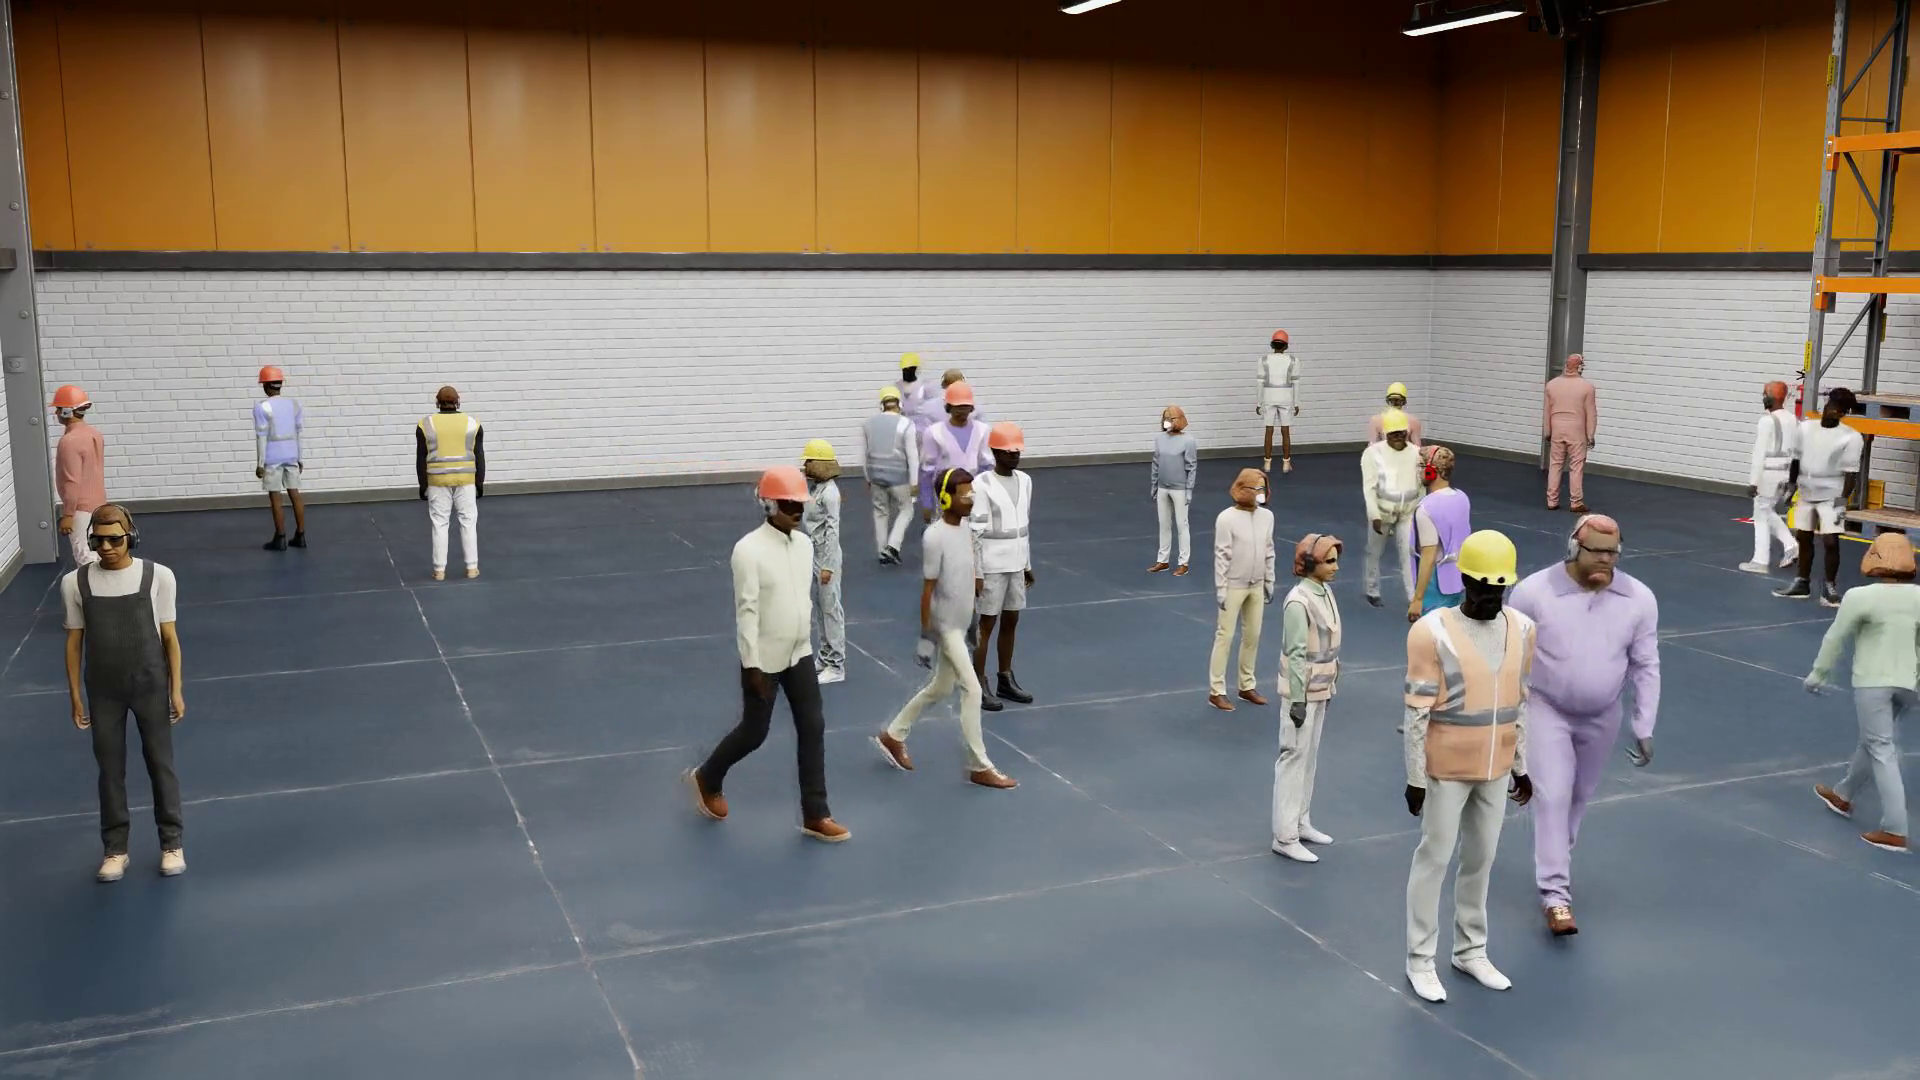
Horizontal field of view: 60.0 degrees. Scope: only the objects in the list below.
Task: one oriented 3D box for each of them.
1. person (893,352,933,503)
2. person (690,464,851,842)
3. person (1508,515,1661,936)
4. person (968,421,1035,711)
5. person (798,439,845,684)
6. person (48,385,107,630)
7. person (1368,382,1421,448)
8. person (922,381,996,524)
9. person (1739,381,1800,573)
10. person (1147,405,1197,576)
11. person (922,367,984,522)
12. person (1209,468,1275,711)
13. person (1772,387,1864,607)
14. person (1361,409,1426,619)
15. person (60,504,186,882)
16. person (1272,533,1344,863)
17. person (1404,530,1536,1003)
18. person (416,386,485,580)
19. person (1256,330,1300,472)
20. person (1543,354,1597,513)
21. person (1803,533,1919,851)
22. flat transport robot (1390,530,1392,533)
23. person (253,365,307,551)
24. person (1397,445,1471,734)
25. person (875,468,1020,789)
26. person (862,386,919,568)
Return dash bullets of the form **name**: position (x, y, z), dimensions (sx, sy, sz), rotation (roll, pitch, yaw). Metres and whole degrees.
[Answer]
- **person**: position (-0.537, -1.418, 20.888), dimensions (0.597, 1.901, 0.817), rotation (7, 11, 35)
- **person**: position (-1.007, 0.570, 8.638), dimensions (0.888, 1.965, 0.617), rotation (7, 12, 37)
- **person**: position (2.780, 0.814, 7.430), dimensions (0.654, 1.861, 0.927), rotation (0, 9, 2)
- **person**: position (0.301, 0.167, 11.141), dimensions (0.551, 1.935, 0.372), rotation (-9, 13, -43)
- **person**: position (-0.993, 0.148, 11.848), dimensions (0.295, 1.744, 0.484), rotation (-3, 10, -17)
- **person**: position (-7.181, -0.267, 13.597), dimensions (0.378, 1.995, 0.609), rotation (-1, 9, -6)
- **person**: position (4.491, -0.748, 17.210), dimensions (0.533, 1.765, 0.329), rotation (3, 10, 15)
- **person**: position (0.032, -0.320, 13.901), dimensions (0.610, 2.002, 0.903), rotation (-4, 10, -21)
- **person**: position (7.813, -0.592, 15.963), dimensions (0.577, 1.871, 0.461), rotation (-7, 12, -35)
- **person**: position (2.037, -0.477, 15.965), dimensions (0.503, 1.633, 0.280), rotation (9, 13, 44)
- **person**: position (-0.067, -0.772, 16.826), dimensions (0.635, 1.937, 0.352), rotation (-1, 9, -6)
- **person**: position (1.902, 0.327, 11.132), dimensions (0.507, 1.628, 0.283), rotation (-6, 11, -31)
- **person**: position (7.509, -0.387, 14.558), dimensions (0.372, 1.926, 0.724), rotation (-5, 10, -26)
- **person**: position (3.671, -0.221, 14.015), dimensions (0.596, 1.763, 0.992), rotation (-1, 9, -7)
- **person**: position (-4.024, 0.732, 8.028), dimensions (0.508, 1.841, 0.336), rotation (-3, 10, -19)
- **person**: position (1.747, 0.777, 8.354), dimensions (0.311, 1.636, 0.523), rotation (5, 10, 26)
- **person**: position (2.068, 0.903, 6.719), dimensions (0.594, 1.922, 0.384), rotation (-3, 10, -20)
- **person**: position (-4.814, -0.539, 15.739), dimensions (0.628, 1.837, 0.429), rotation (-4, 10, -24)
- **person**: position (4.561, -1.988, 23.882), dimensions (0.614, 2.040, 0.391), rotation (2, 10, 10)
- **person**: position (7.365, -1.288, 20.055), dimensions (0.402, 1.906, 0.652), rotation (-9, 13, -43)
- **person**: position (4.726, 0.750, 8.660), dimensions (0.516, 1.588, 0.845), rotation (-2, 10, -12)
- **flat transport robot**: position (5.027, -0.273, 18.845), dimensions (0.652, 0.197, 1.431), rotation (3, 10, 17)
- **person**: position (-7.112, -0.855, 17.343), dimensions (0.378, 1.932, 0.551), rotation (6, 11, 33)
- **person**: position (3.010, 0.325, 10.458), dimensions (0.389, 1.845, 0.564), rotation (8, 12, 40)
- **person**: position (-0.098, 0.483, 9.546), dimensions (0.909, 1.841, 0.527), rotation (4, 10, 24)
- **person**: position (-0.671, -0.611, 16.279), dimensions (0.635, 1.791, 0.447), rotation (4, 10, 22)
